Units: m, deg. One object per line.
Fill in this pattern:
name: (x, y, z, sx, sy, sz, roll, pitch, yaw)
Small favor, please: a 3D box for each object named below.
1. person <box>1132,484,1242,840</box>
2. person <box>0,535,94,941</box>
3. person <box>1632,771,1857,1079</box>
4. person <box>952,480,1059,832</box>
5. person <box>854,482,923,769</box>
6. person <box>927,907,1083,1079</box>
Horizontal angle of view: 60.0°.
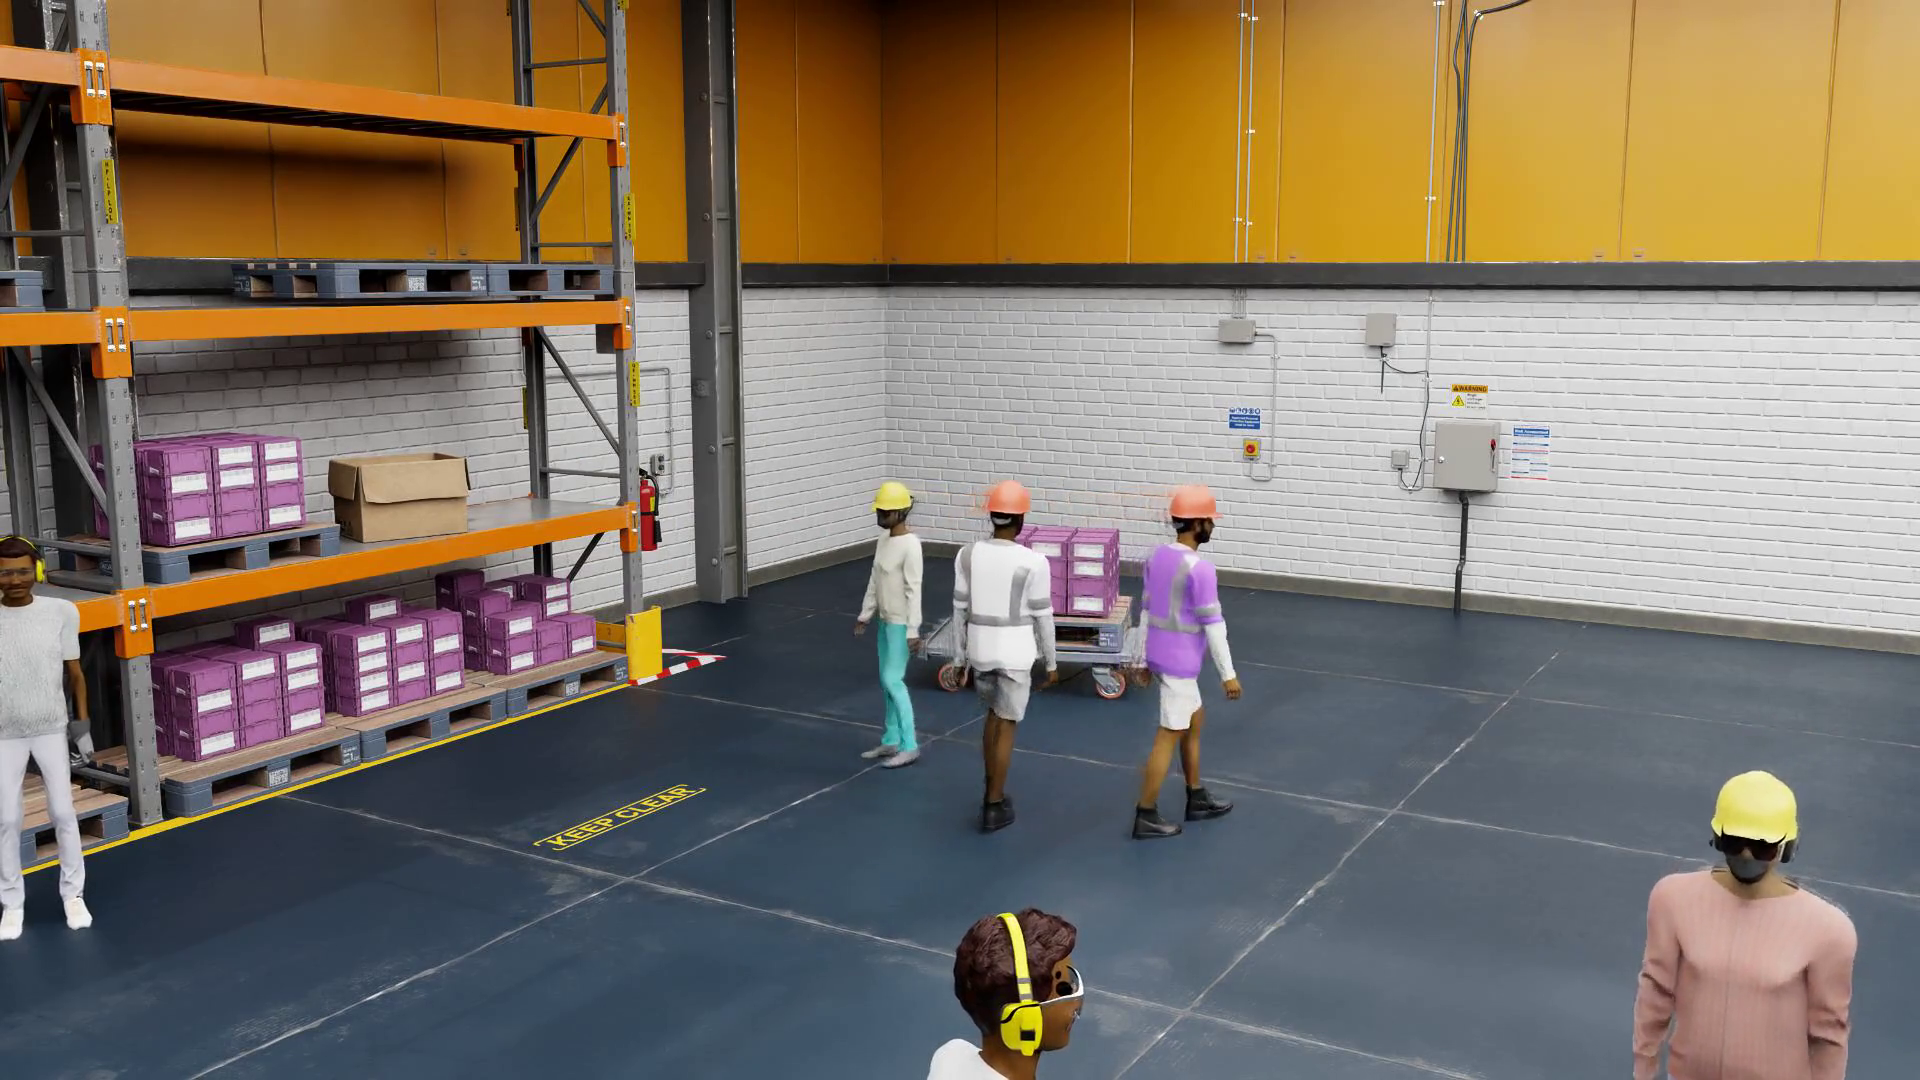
person: (1.270, 0.654, 8.962, 0.842, 1.906, 0.561, -3, 10, -20)
person: (-4.266, 0.894, 7.617, 0.515, 1.861, 0.322, -5, 10, -29)
person: (2.128, 1.446, 4.533, 0.530, 1.744, 0.746, 7, 12, 39)
person: (0.277, 0.622, 9.123, 0.560, 1.913, 0.640, 5, 10, 28)
person: (-0.429, 0.515, 10.286, 0.370, 1.765, 0.544, -4, 10, -23)
person: (0.099, 1.598, 3.173, 0.328, 1.874, 0.521, -3, 10, -19)
